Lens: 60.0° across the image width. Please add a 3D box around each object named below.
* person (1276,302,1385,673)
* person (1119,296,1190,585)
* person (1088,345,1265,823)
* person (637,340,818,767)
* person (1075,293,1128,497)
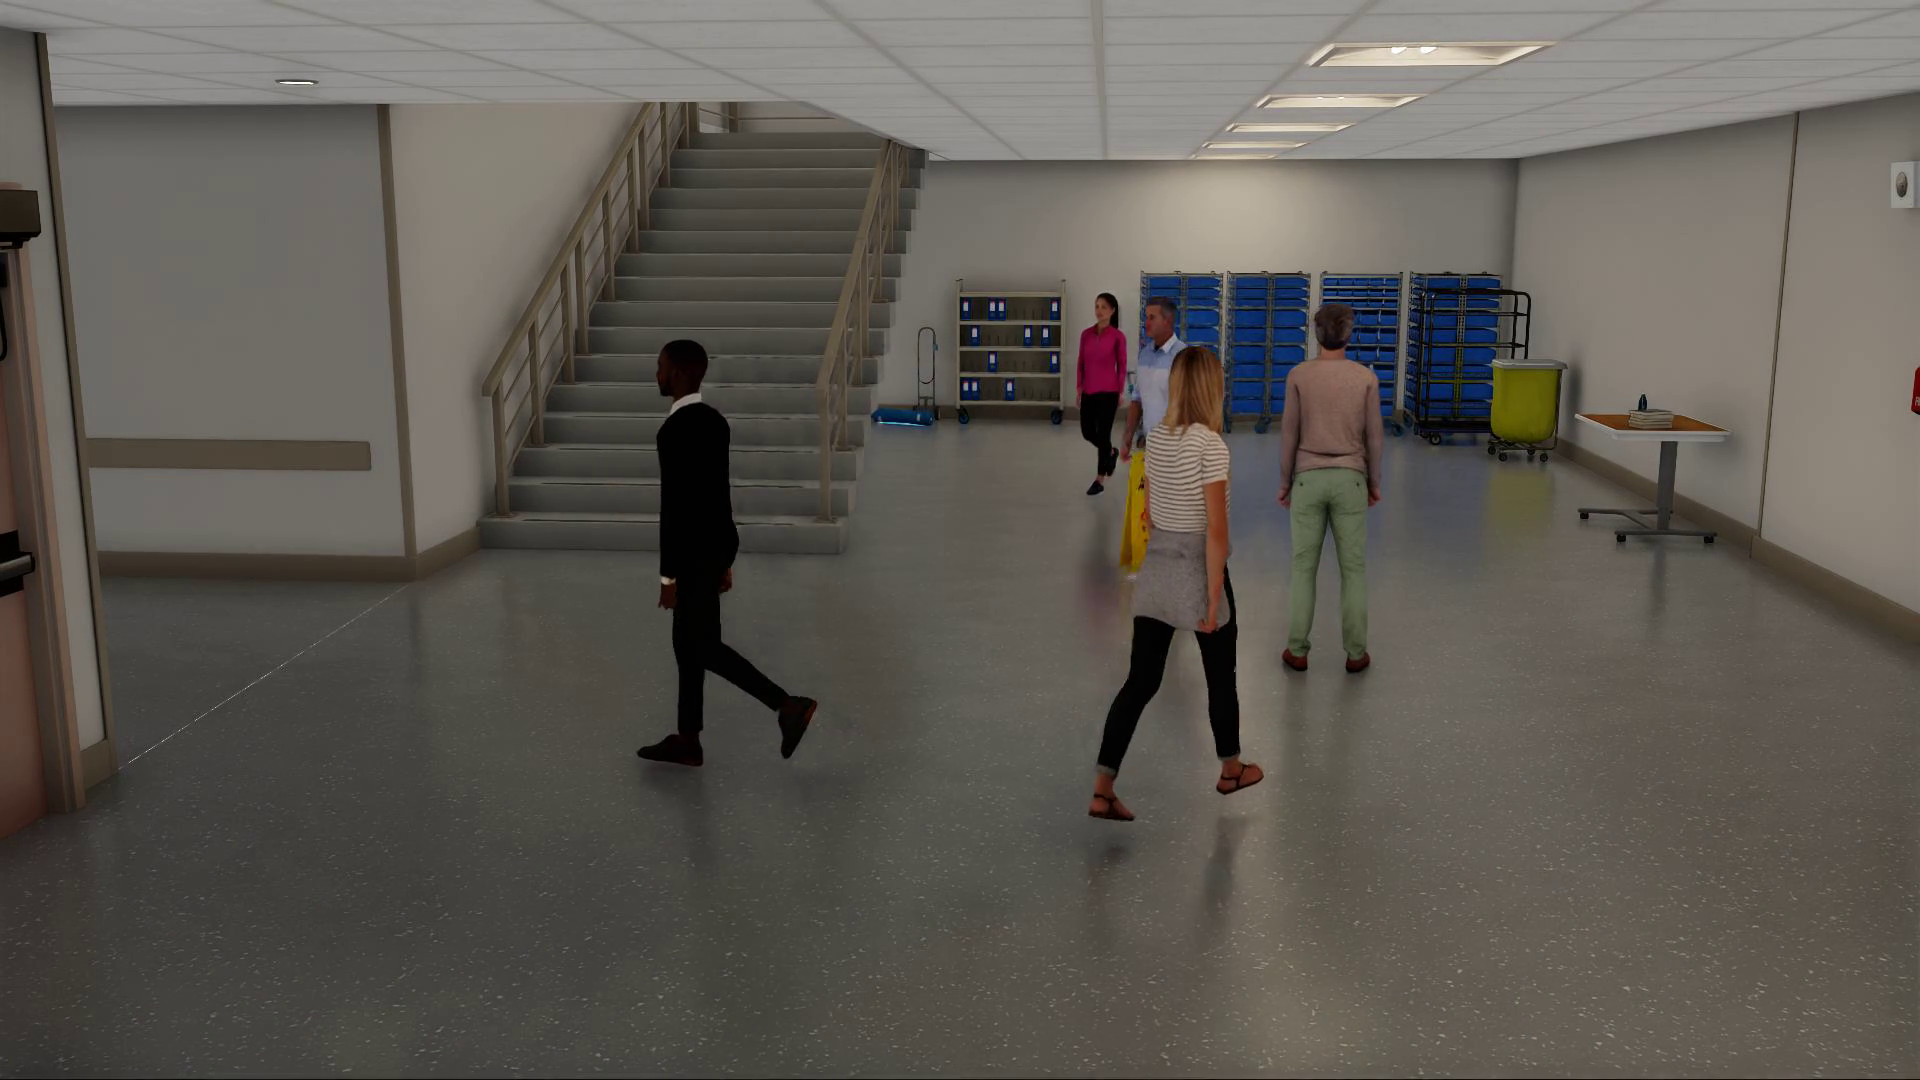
[{"bbox_3d":[1.879,-0.263,8.476,0.693,1.871,0.591,2,11,9],"label":"person"},{"bbox_3d":[1.392,-0.639,10.637,0.959,1.804,0.929,-5,12,-26],"label":"person"},{"bbox_3d":[0.756,0.216,6.198,1.092,1.780,1.259,10,14,42],"label":"person"},{"bbox_3d":[-0.971,0.090,6.844,0.826,1.786,1.039,3,11,14],"label":"person"},{"bbox_3d":[1.225,-1.236,14.107,0.848,1.685,1.044,6,12,30],"label":"person"}]
